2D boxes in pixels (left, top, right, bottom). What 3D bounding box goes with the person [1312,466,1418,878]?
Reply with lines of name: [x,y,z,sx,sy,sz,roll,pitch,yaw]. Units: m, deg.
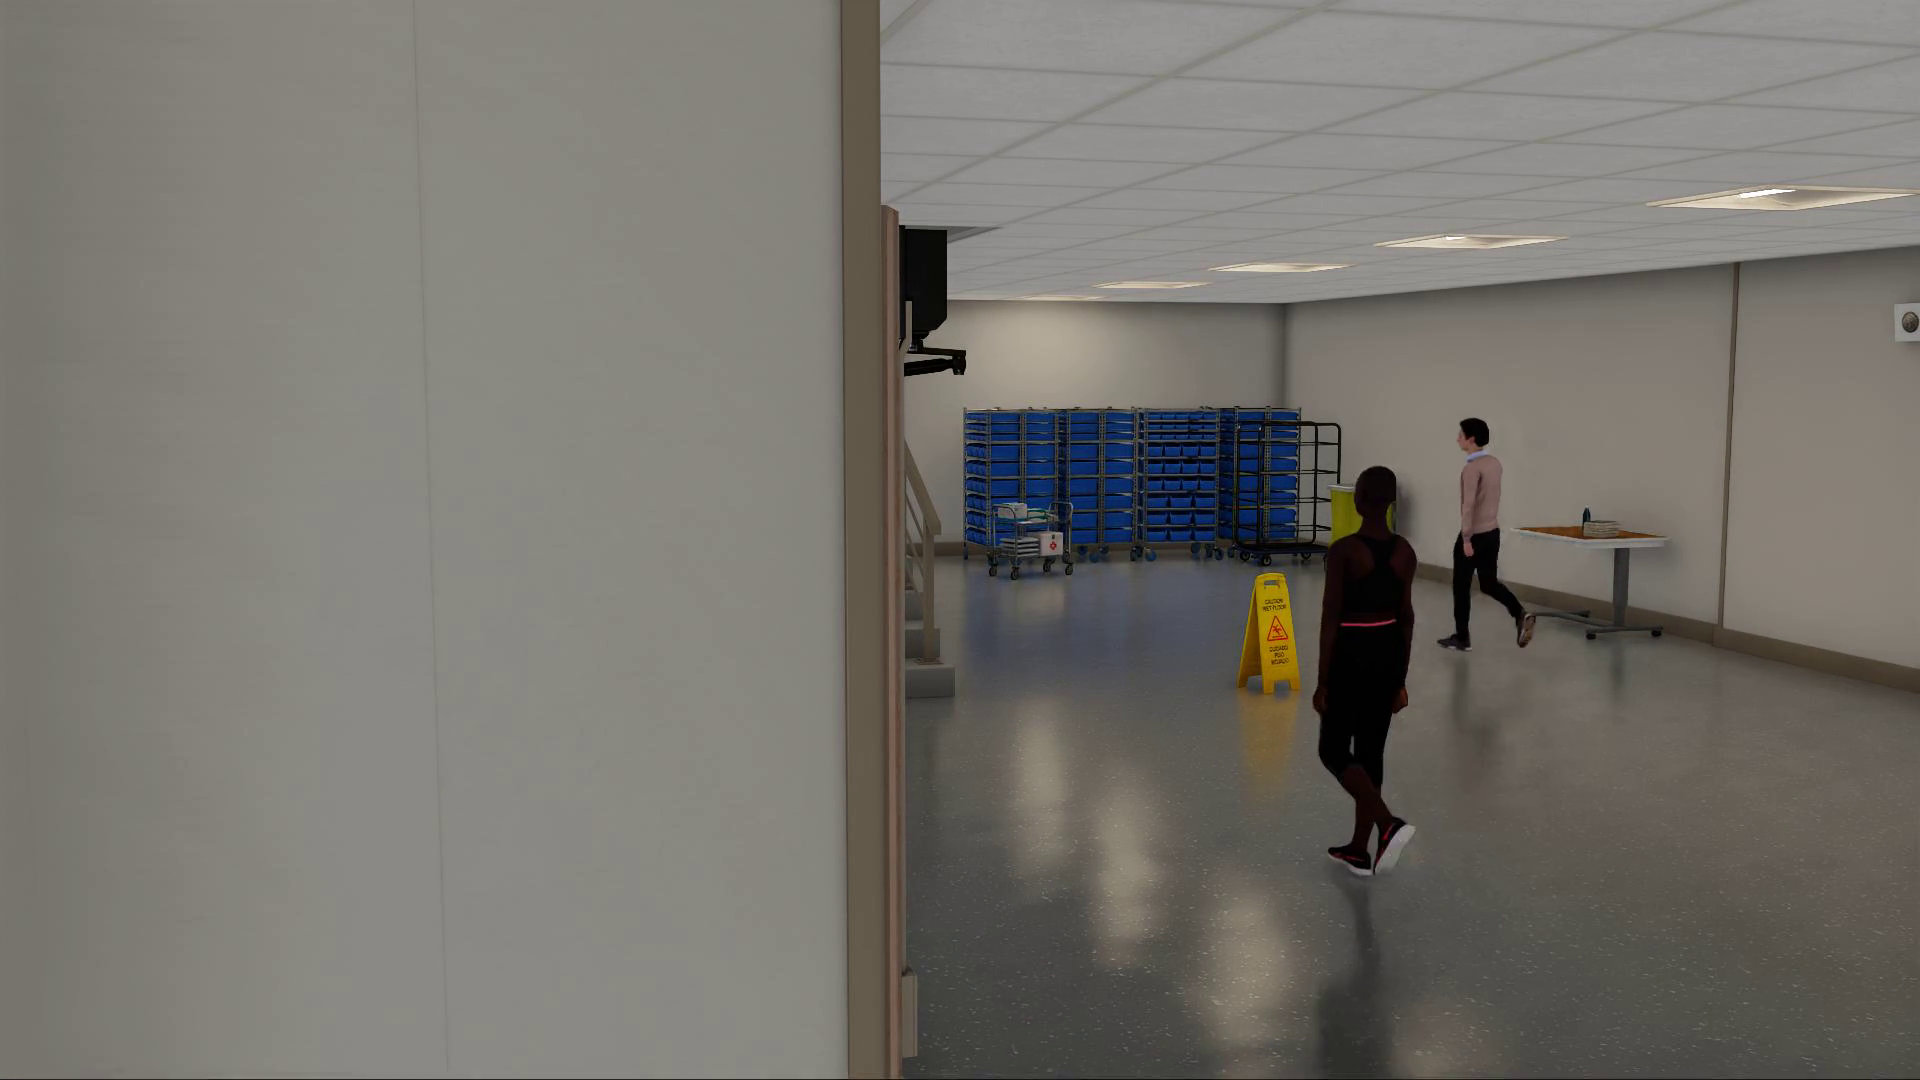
person: [1.726,0.575,6.919,0.627,1.748,0.891,-2,6,-18]

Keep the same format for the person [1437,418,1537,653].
person: [3.983,-0.012,12.556,0.937,1.787,1.137,-5,8,-41]
